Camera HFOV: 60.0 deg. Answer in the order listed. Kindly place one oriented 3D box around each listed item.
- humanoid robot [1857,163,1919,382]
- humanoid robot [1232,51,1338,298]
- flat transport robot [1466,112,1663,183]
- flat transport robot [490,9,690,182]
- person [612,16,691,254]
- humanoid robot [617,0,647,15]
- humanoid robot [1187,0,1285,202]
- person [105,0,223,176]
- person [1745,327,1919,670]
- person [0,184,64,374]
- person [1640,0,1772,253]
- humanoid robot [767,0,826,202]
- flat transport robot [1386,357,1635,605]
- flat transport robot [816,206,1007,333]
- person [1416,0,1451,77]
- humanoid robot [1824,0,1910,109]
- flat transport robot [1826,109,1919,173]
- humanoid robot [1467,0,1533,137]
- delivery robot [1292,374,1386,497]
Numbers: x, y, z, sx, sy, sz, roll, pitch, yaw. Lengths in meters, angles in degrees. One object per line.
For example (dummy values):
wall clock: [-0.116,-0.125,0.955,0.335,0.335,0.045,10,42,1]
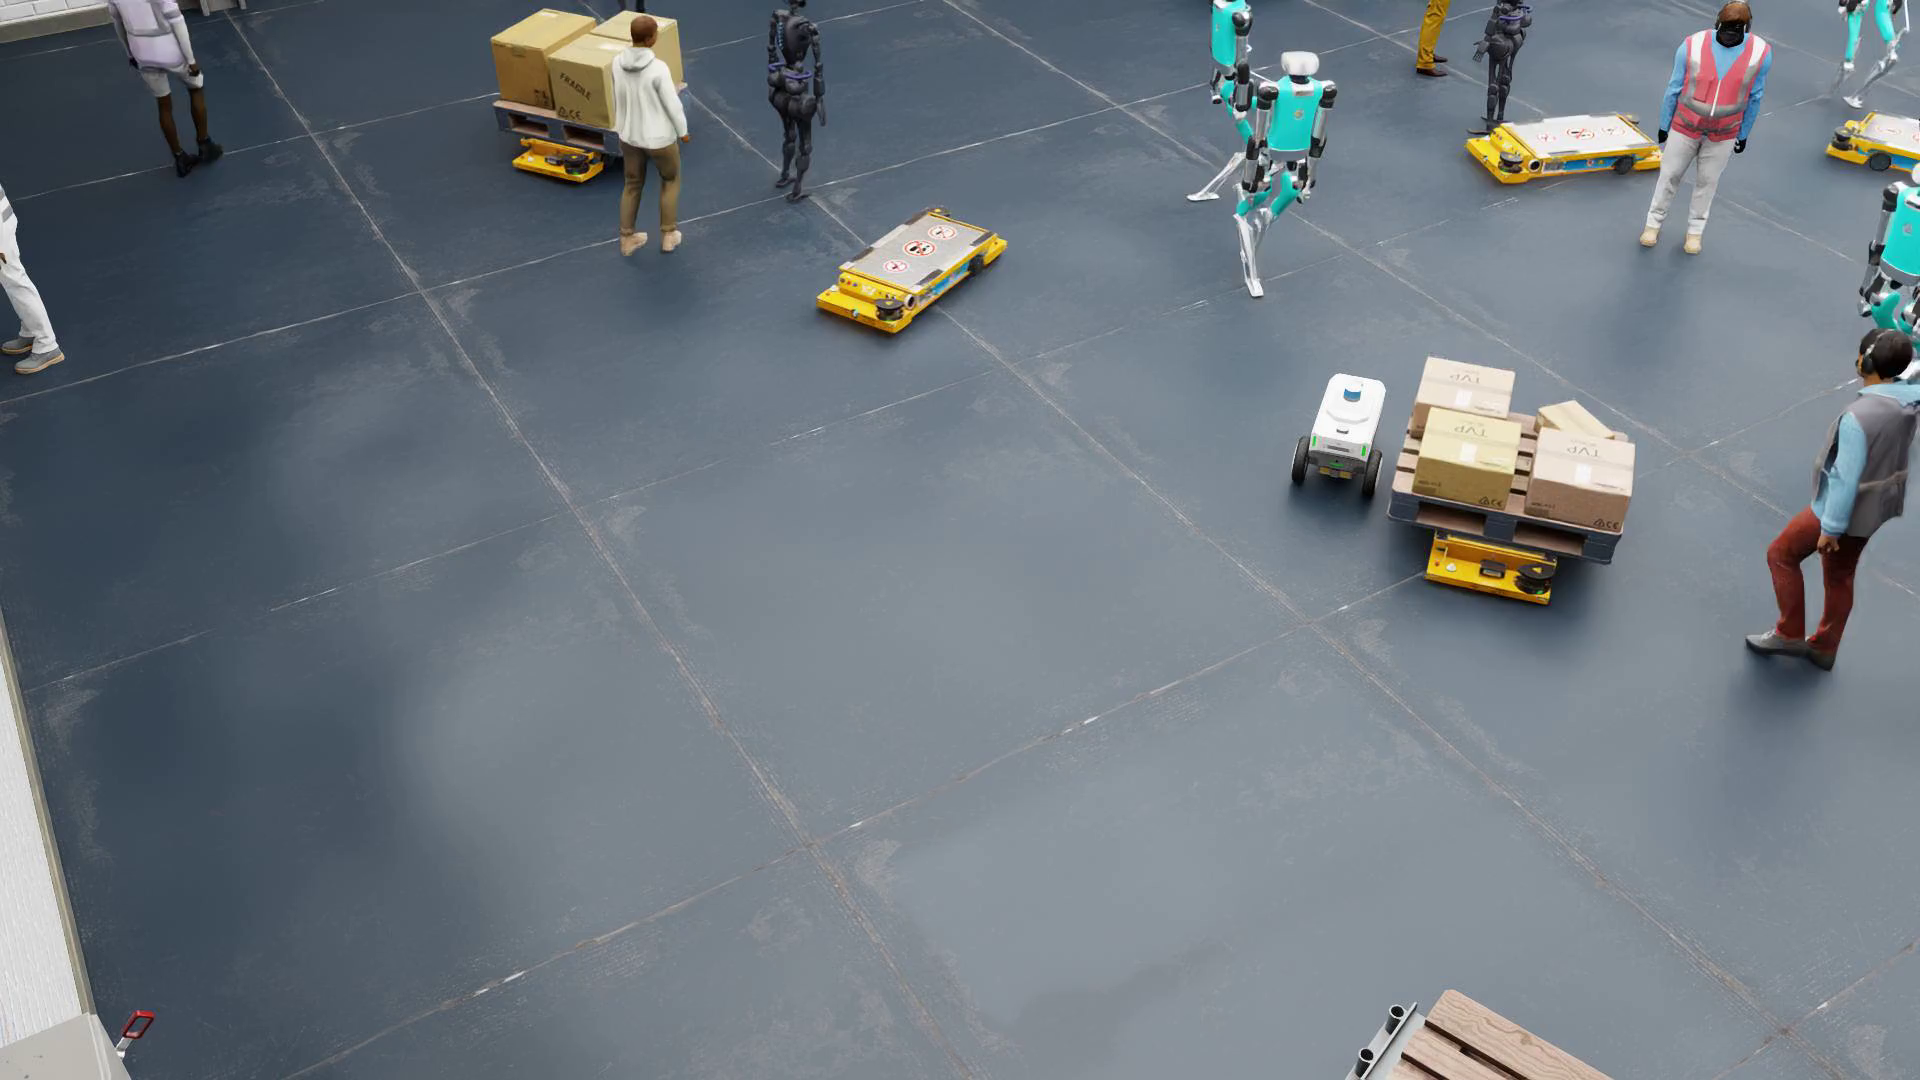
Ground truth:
humanoid robot: [5.790,-1.434,9.987,0.845,1.854,0.550,-15,41,-18]
humanoid robot: [2.106,-2.520,11.360,0.557,1.872,0.799,-6,39,-8]
flat transport robot: [4.840,-3.120,13.229,1.431,0.231,0.659,-8,39,-10]
flat transport robot: [-2.929,-3.310,13.468,0.659,0.231,1.431,16,41,19]
person: [-2.178,-2.798,11.644,0.552,1.726,0.435,14,40,17]
humanoid robot: [-2.906,-4.964,14.464,0.612,1.636,0.726,-13,40,-15]
humanoid robot: [2.227,-3.364,12.394,1.015,1.772,0.533,-11,40,-14]
person: [-6.089,-3.755,12.704,0.580,1.912,0.556,0,38,0]
person: [4.383,-0.159,8.221,0.569,1.844,0.527,-22,43,-25]
person: [-6.105,-1.941,10.440,0.356,1.887,0.572,-25,45,-28]
person: [5.232,-2.895,11.691,0.629,1.836,0.431,13,40,15]
humanoid robot: [-1.254,-3.357,12.405,0.593,1.643,0.375,30,47,33]
flat transport robot: [3.102,-0.186,9.527,0.659,0.231,1.431,13,40,15]
flat transport robot: [-0.322,-1.922,11.717,0.659,0.231,1.431,22,44,26]
person: [4.186,-4.876,14.259,0.342,1.750,0.529,8,39,10]
humanoid robot: [7.531,-4.322,13.613,0.545,1.825,0.825,1,38,1]
flat transport robot: [7.693,-3.047,13.136,1.431,0.231,0.659,25,45,28]
humanoid robot: [4.344,-4.060,13.272,0.315,1.655,0.599,27,46,30]
delivery robot: [2.290,-0.640,9.884,0.499,0.614,0.808,13,40,15]
